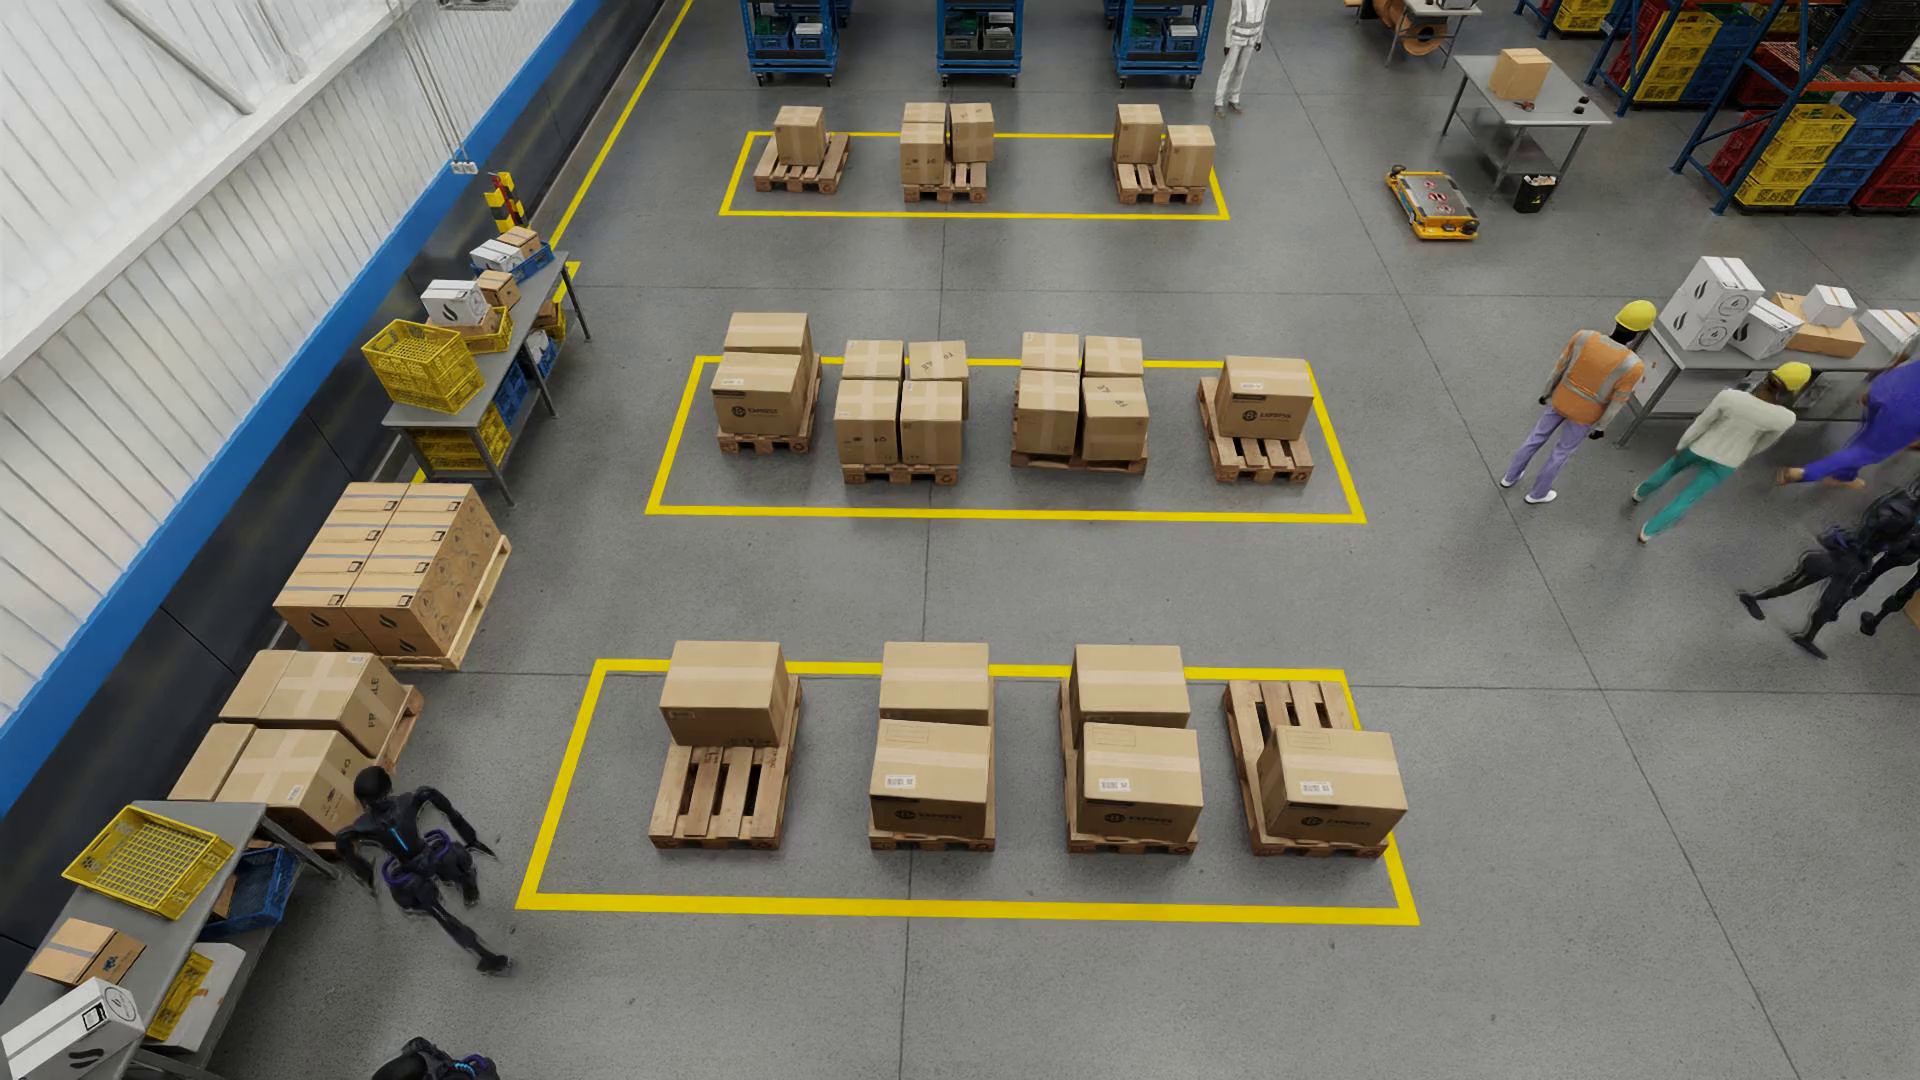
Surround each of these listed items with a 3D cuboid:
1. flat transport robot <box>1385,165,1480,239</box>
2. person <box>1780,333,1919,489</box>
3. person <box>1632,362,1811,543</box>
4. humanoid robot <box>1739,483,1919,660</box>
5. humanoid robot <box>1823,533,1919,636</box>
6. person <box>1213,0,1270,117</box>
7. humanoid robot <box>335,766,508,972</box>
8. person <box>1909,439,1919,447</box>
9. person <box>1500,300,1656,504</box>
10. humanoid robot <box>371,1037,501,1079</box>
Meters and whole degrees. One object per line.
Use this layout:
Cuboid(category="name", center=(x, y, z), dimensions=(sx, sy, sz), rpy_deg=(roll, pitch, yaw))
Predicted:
Cuboid(category="flat transport robot", center=(5.692, -4.094, 11.059), dimensions=(0.652, 0.197, 1.431), rpy_deg=(1, 49, 1))
Cuboid(category="person", center=(7.514, -1.098, 7.313), dimensions=(0.837, 2.000, 0.695), rpy_deg=(2, 49, 2))
Cuboid(category="person", center=(5.954, -0.720, 7.192), dimensions=(0.801, 1.727, 0.515), rpy_deg=(-37, 58, -27))
Cuboid(category="humanoid robot", center=(6.304, 0.151, 6.491), dimensions=(0.578, 1.631, 0.673), rpy_deg=(-4, 49, -3))
Cuboid(category="humanoid robot", center=(6.973, 0.042, 6.563), dimensions=(0.582, 1.650, 0.330), rpy_deg=(28, 55, 22))
Cuboid(category="person", center=(3.786, -6.665, 12.235), dimensions=(0.574, 1.882, 0.361), rpy_deg=(-16, 51, -13))
Cuboid(category="humanoid robot", center=(-2.922, 1.840, 5.049), dimensions=(0.768, 1.633, 0.602), rpy_deg=(35, 58, 26))
Cuboid(category="person", center=(8.963, -1.485, 7.678), dimensions=(0.621, 1.993, 0.379), rpy_deg=(37, 58, 27))
Cuboid(category="person", center=(4.962, -1.083, 7.374), dimensions=(0.370, 1.928, 0.584), rpy_deg=(-23, 53, -19))
Cuboid(category="humanoid robot", center=(-2.258, 2.666, 4.285), dimensions=(0.320, 1.657, 0.611), rpy_deg=(-34, 57, -26))
